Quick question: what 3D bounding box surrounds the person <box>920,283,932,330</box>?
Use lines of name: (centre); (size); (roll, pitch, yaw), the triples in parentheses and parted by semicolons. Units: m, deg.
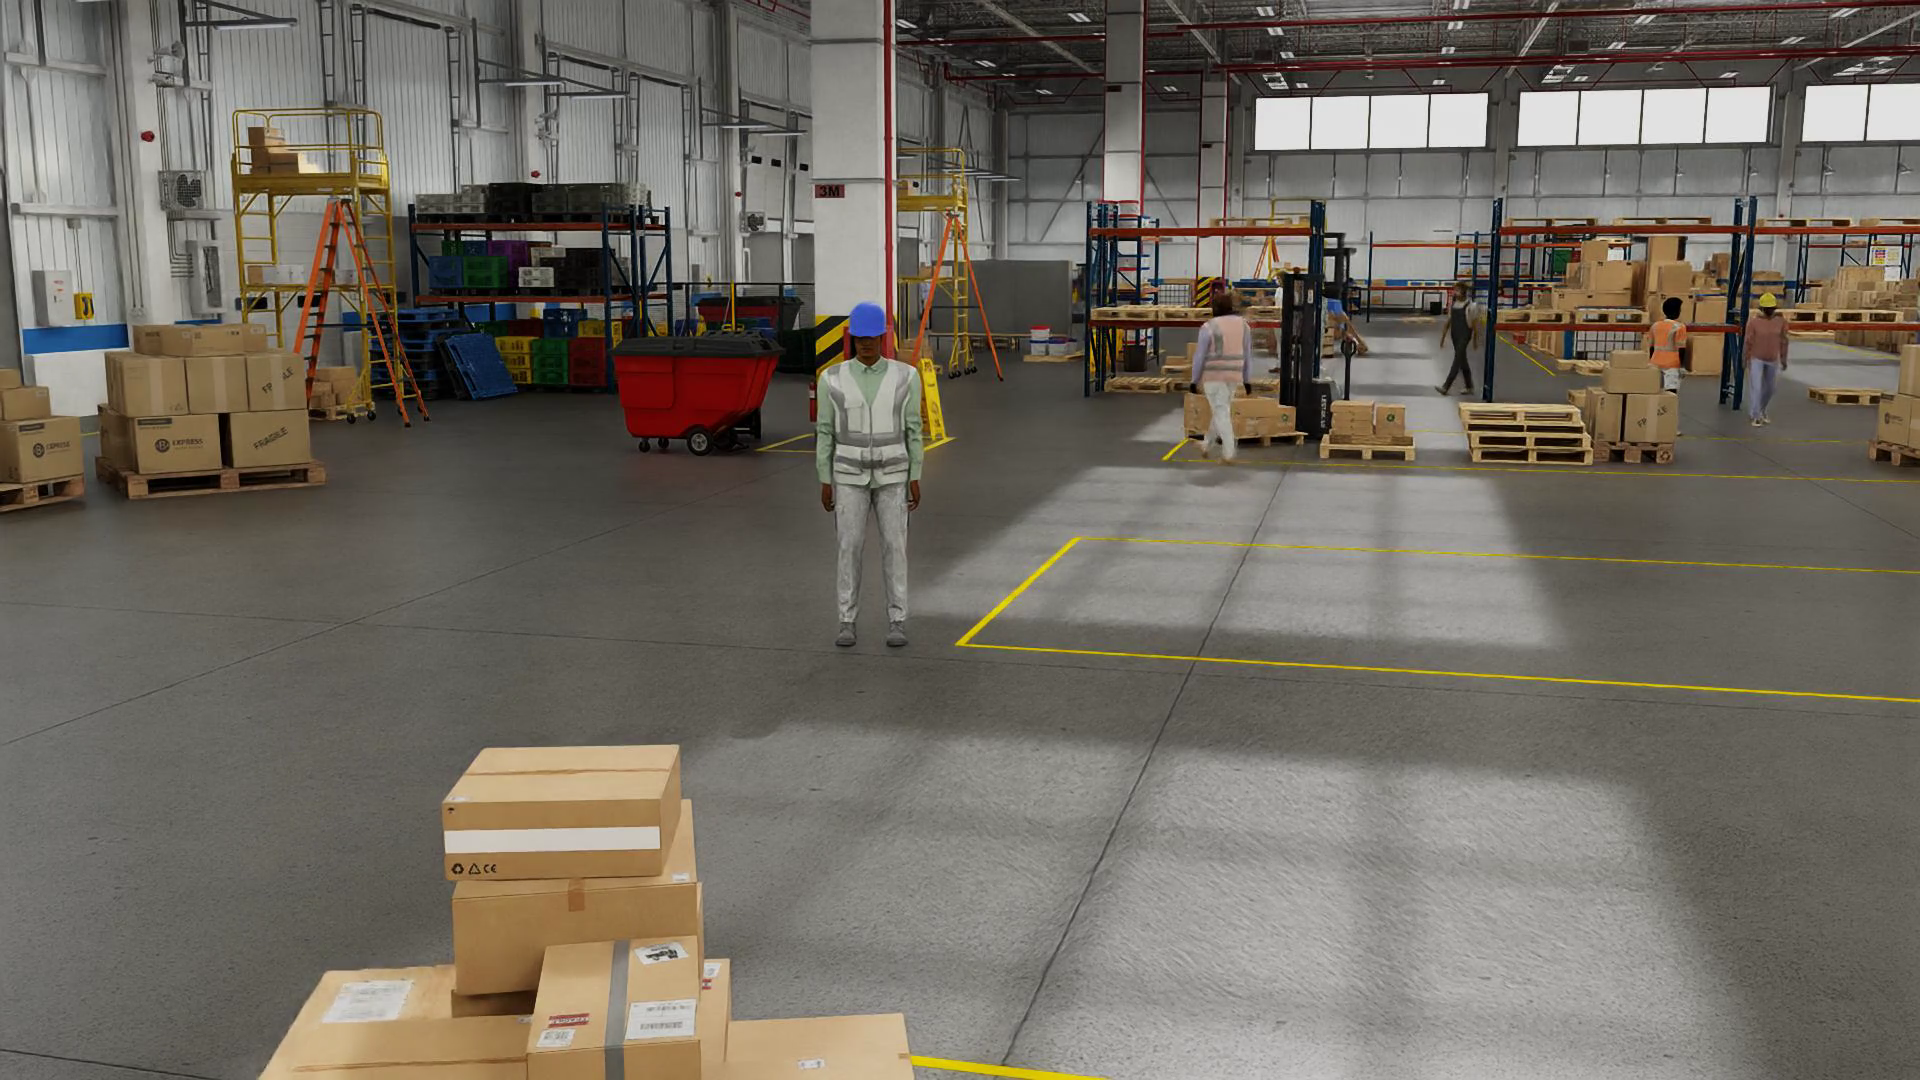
person: (-0.939, -7.306, 50.237); (0.544, 1.928, 0.392); (-6, 12, -33)

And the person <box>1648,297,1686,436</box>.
person: (8.648, -2.115, 20.334); (0.318, 1.695, 0.539); (-4, 10, -23)

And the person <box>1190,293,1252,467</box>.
person: (2.710, -1.698, 17.595); (0.635, 1.790, 0.952); (-5, 11, -29)

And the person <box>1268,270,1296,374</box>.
person: (6.070, -4.077, 31.191); (0.373, 1.936, 0.627); (-3, 10, -18)

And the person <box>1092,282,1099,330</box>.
person: (3.776, -6.236, 44.059); (1.015, 1.891, 0.647); (-5, 11, -26)

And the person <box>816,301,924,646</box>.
person: (-0.502, -0.356, 9.290); (0.601, 1.939, 0.413); (-1, 10, -3)

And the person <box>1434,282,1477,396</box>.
person: (7.834, -3.165, 26.229); (0.975, 1.789, 0.533); (-5, 11, -29)

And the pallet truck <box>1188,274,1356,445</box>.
pallet truck: (3.653, -2.138, 19.590); (1.885, 1.965, 0.823); (-4, 10, -20)

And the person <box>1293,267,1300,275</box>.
person: (10.634, -7.728, 52.840); (0.349, 1.881, 0.577); (-4, 10, -23)

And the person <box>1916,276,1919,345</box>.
person: (18.239, -4.087, 31.368); (0.407, 1.903, 0.593); (2, 10, 13)

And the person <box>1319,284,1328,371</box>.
person: (6.865, -4.115, 32.001); (0.485, 1.737, 0.320); (-3, 10, -18)

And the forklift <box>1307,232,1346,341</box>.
forklift: (9.557, -6.653, 43.579); (1.129, 2.768, 1.873); (5, 11, 29)

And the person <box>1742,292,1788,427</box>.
person: (10.346, -2.324, 21.437); (0.545, 1.735, 0.614); (1, 10, 4)

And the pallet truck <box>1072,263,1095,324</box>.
pallet truck: (4.325, -8.180, 55.162); (0.823, 1.965, 1.885); (6, 11, 31)

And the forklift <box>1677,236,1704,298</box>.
forklift: (21.477, -7.798, 50.317); (1.129, 2.768, 1.873); (-4, 10, -23)
